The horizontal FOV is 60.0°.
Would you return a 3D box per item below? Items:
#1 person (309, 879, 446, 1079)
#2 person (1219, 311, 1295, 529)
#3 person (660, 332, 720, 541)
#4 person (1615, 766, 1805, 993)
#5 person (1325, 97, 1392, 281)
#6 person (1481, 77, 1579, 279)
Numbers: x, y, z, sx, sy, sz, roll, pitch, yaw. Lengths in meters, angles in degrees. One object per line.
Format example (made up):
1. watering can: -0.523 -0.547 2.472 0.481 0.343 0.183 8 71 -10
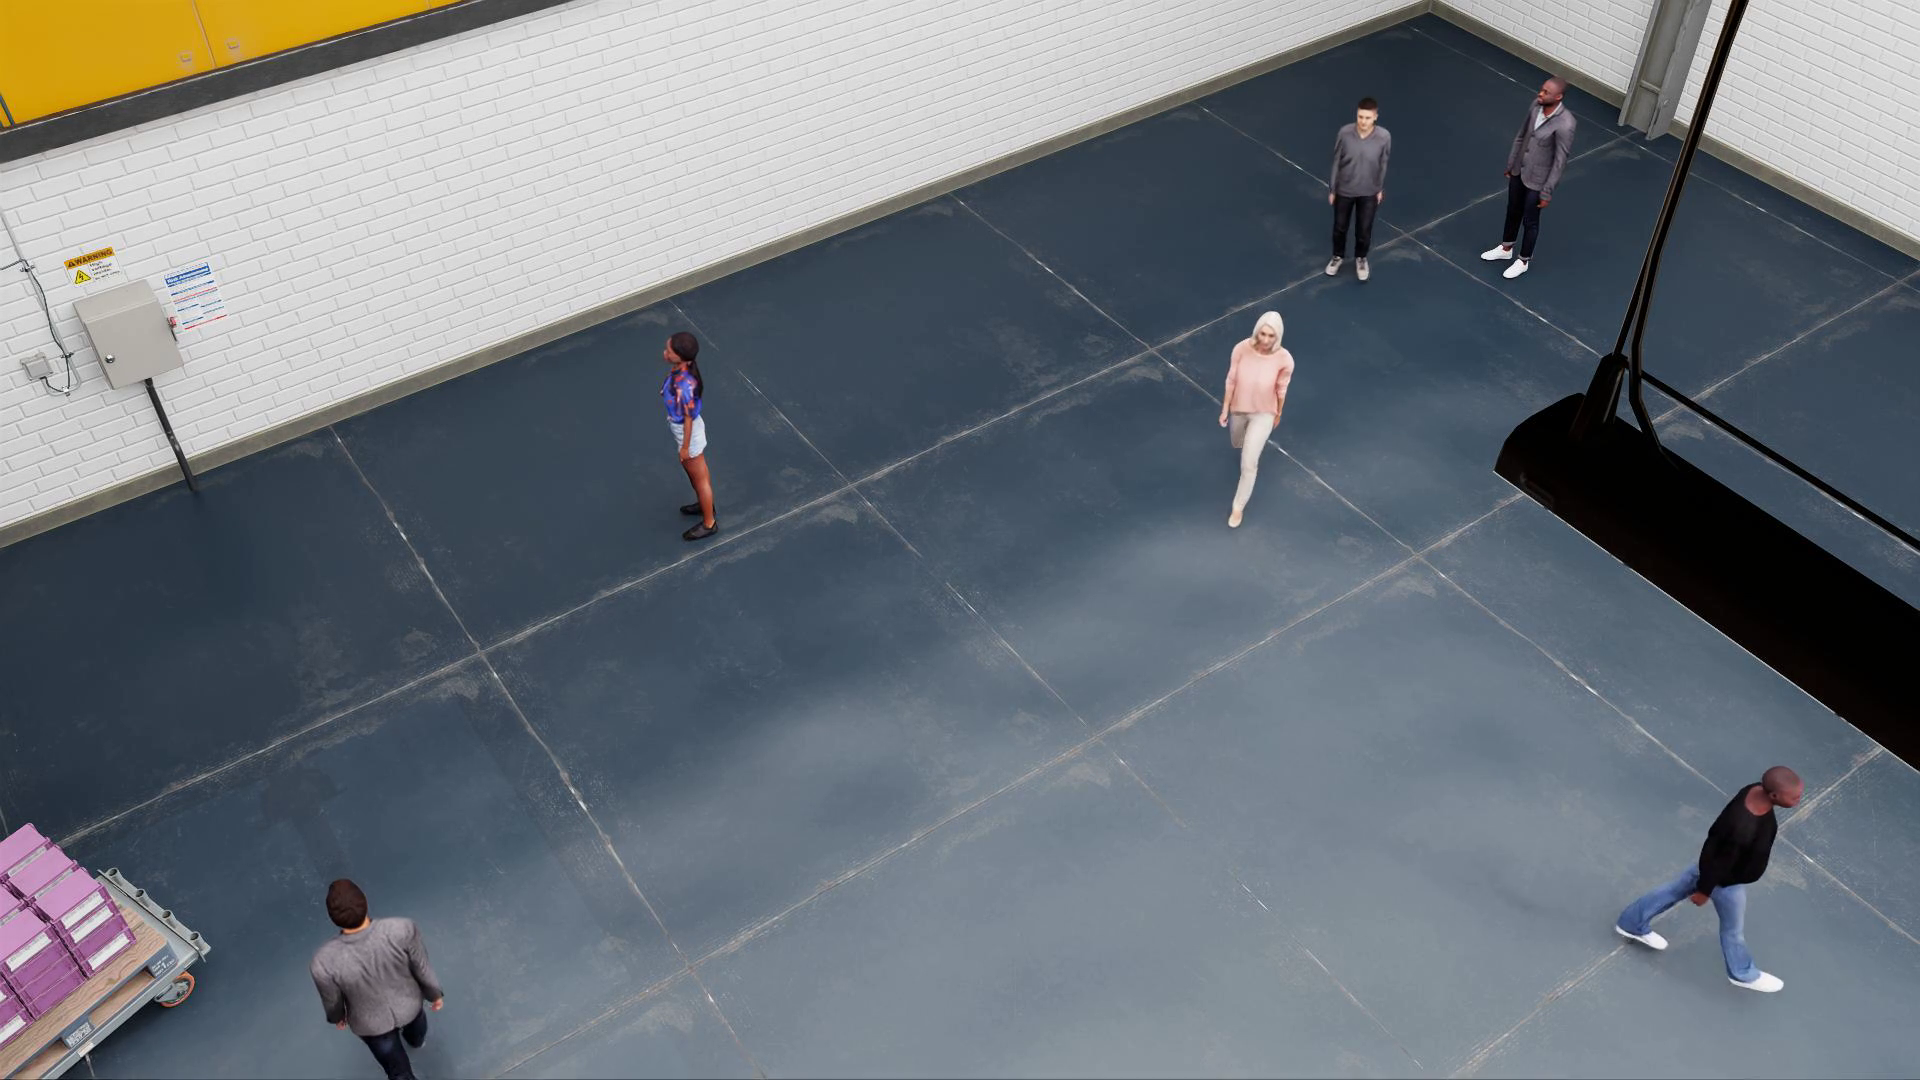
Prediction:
1. person: -2.845 2.402 8.333 0.709 1.826 1.175 -24 49 -23
2. person: 2.120 -0.975 11.975 1.114 1.692 1.012 18 47 18
3. person: -1.899 -0.748 11.705 0.720 1.735 0.588 -8 44 -8
4. person: 4.078 1.768 9.090 1.219 1.699 0.953 21 47 21
5. person: 3.356 -2.968 14.034 0.785 1.738 0.851 10 45 11
6. person: 4.868 -3.085 14.099 0.833 1.817 0.600 -16 46 -16
